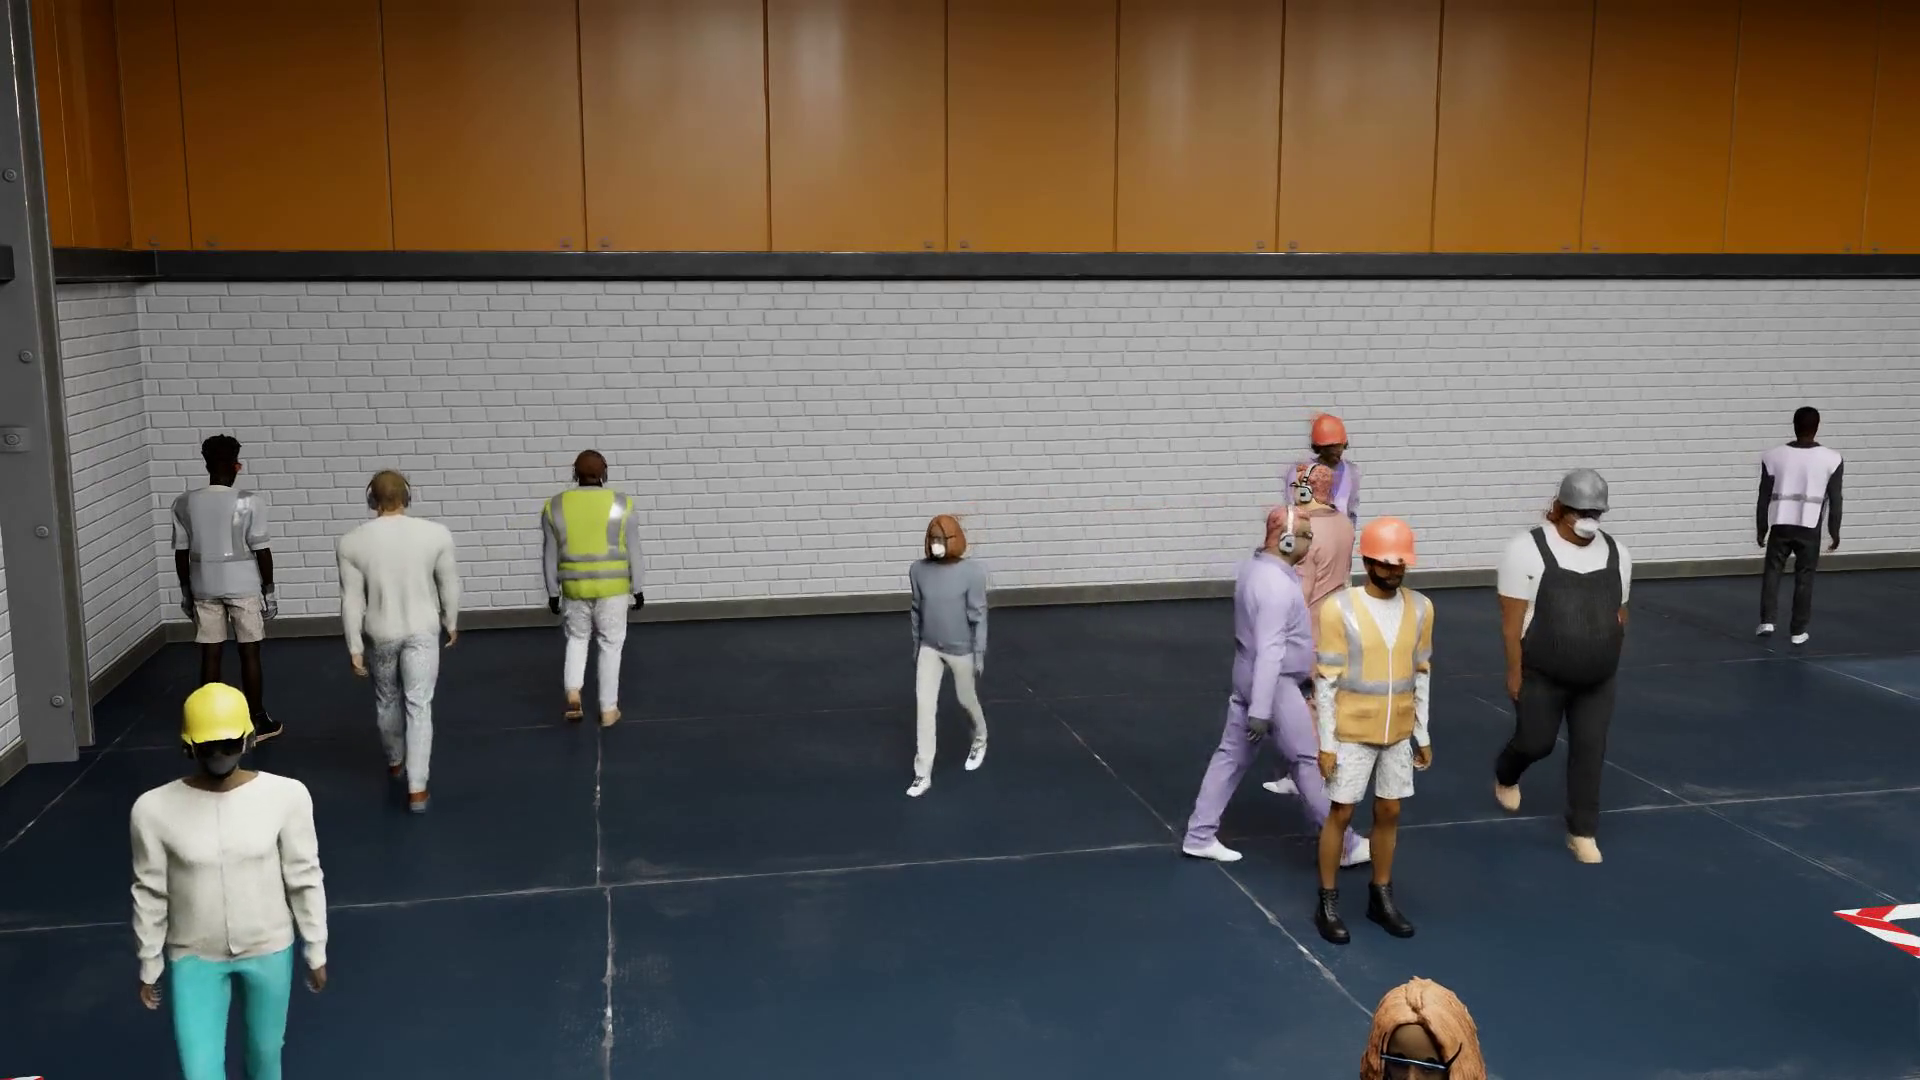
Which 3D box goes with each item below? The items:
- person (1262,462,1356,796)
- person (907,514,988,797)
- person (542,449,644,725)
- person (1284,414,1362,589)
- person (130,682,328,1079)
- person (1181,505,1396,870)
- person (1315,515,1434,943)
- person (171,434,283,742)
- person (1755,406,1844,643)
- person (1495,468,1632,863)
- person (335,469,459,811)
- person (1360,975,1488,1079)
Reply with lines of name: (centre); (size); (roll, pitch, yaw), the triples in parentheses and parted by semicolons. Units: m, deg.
person: (1.982, 0.505, 9.510); (0.410, 1.909, 0.643); (7, 11, 35)
person: (-0.051, 0.628, 9.704); (0.510, 1.597, 0.832); (4, 10, 23)
person: (-2.386, 0.322, 10.872); (0.639, 1.832, 0.455); (0, 9, 0)
person: (2.580, 0.083, 11.833); (0.645, 1.974, 1.068); (-3, 10, -16)
person: (-2.220, 1.302, 5.099); (0.547, 1.747, 0.591); (-5, 10, -27)
person: (1.612, 0.739, 8.272); (1.045, 1.845, 0.664); (-1, 9, -4)
person: (1.845, 0.839, 7.386); (0.552, 1.933, 0.379); (-2, 10, -13)
person: (-4.631, 0.309, 10.524); (0.613, 1.962, 0.362); (0, 9, 0)
person: (6.685, -0.111, 13.254); (0.600, 1.912, 0.482); (6, 11, 34)
person: (3.098, 0.590, 8.578); (0.684, 2.000, 0.733); (0, 9, 0)
person: (-3.166, 0.537, 9.429); (0.640, 1.885, 1.050); (-3, 10, -16)
person: (0.902, 1.653, 3.340); (0.505, 1.632, 0.269); (3, 10, 18)
